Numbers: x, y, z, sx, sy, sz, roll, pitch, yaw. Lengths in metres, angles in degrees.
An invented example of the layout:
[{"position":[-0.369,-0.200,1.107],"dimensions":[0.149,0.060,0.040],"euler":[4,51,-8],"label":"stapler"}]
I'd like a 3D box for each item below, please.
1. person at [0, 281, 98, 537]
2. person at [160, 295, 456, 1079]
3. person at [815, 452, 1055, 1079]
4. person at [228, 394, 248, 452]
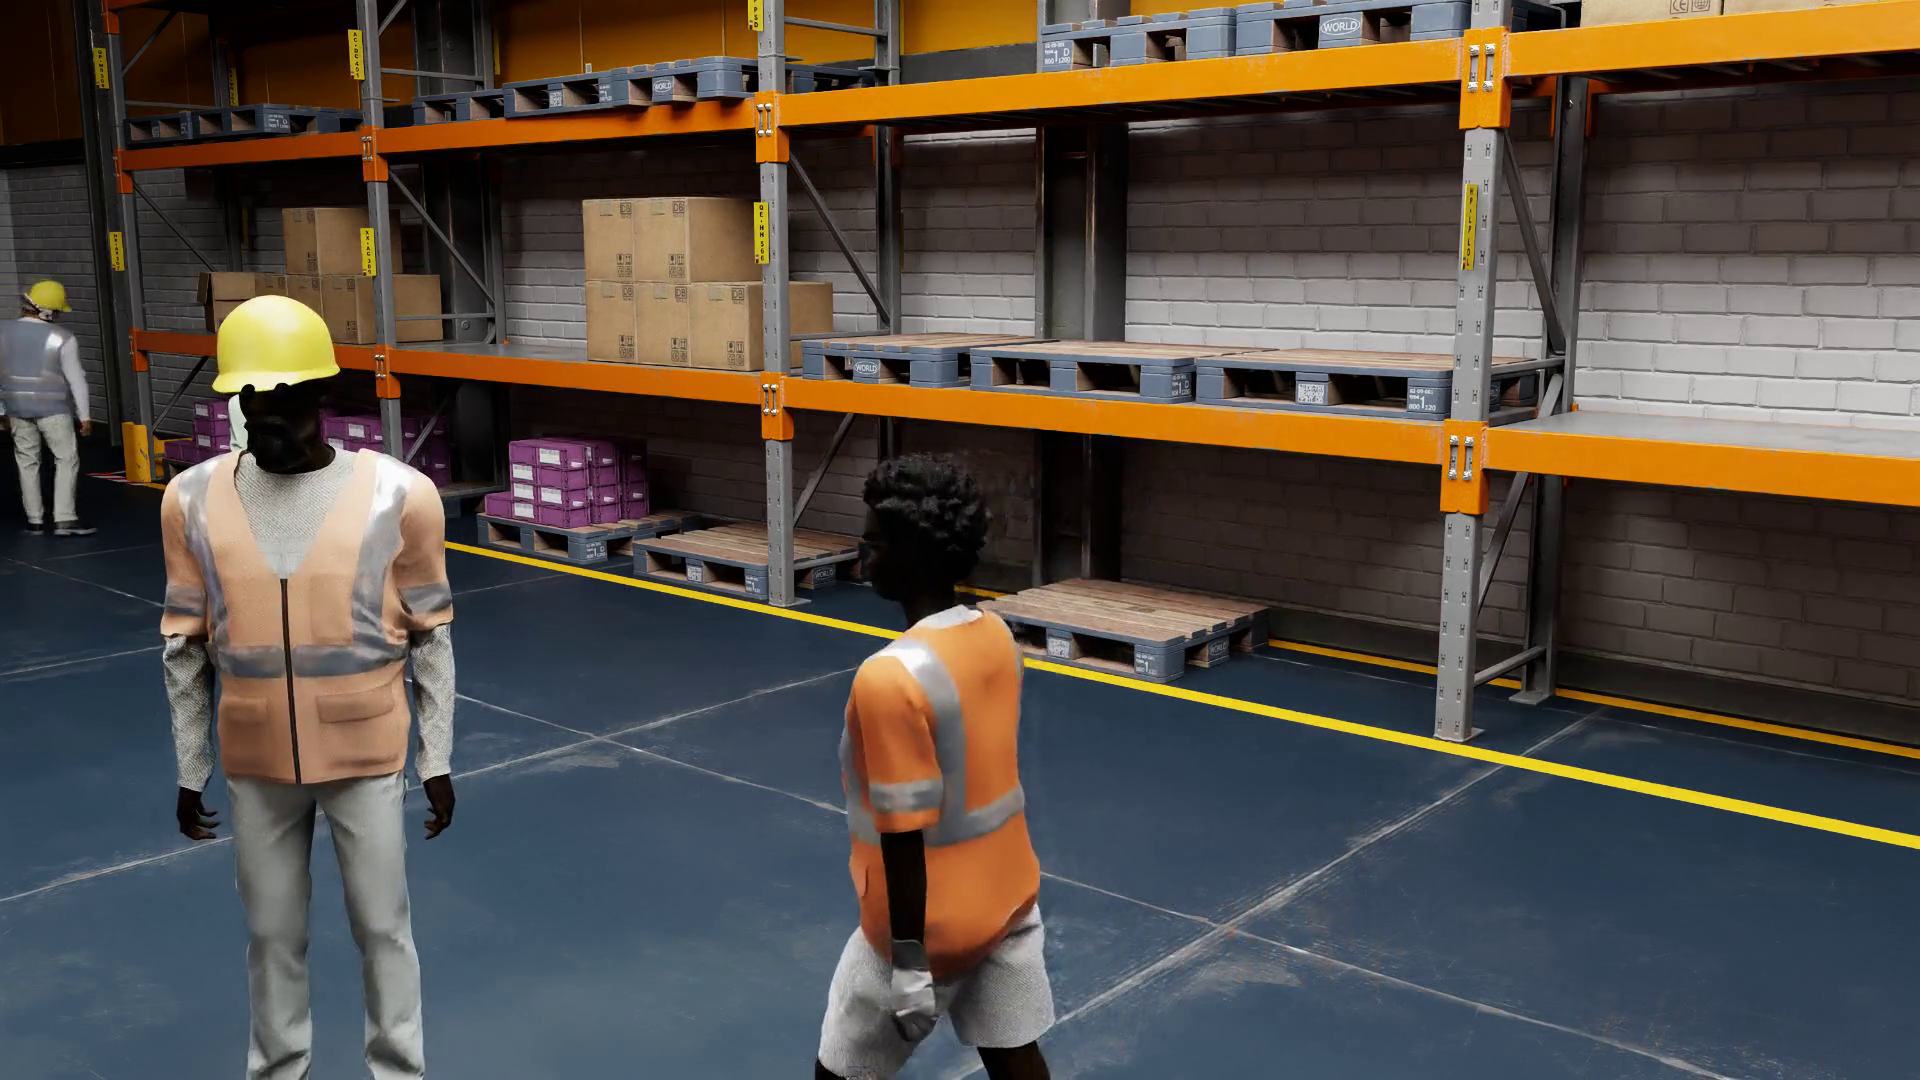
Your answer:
[{"position":[-6.411,-0.898,11.614],"dimensions":[0.678,1.790,0.492],"euler":[-1,10,-4],"label":"person"},{"position":[-1.382,0.449,3.549],"dimensions":[0.594,1.924,0.382],"euler":[-1,10,-5],"label":"person"},{"position":[-0.109,0.664,3.071],"dimensions":[0.876,1.649,0.551],"euler":[5,11,27],"label":"person"},{"position":[-3.384,-0.196,8.089],"dimensions":[0.287,1.625,0.496],"euler":[0,10,1],"label":"person"}]
